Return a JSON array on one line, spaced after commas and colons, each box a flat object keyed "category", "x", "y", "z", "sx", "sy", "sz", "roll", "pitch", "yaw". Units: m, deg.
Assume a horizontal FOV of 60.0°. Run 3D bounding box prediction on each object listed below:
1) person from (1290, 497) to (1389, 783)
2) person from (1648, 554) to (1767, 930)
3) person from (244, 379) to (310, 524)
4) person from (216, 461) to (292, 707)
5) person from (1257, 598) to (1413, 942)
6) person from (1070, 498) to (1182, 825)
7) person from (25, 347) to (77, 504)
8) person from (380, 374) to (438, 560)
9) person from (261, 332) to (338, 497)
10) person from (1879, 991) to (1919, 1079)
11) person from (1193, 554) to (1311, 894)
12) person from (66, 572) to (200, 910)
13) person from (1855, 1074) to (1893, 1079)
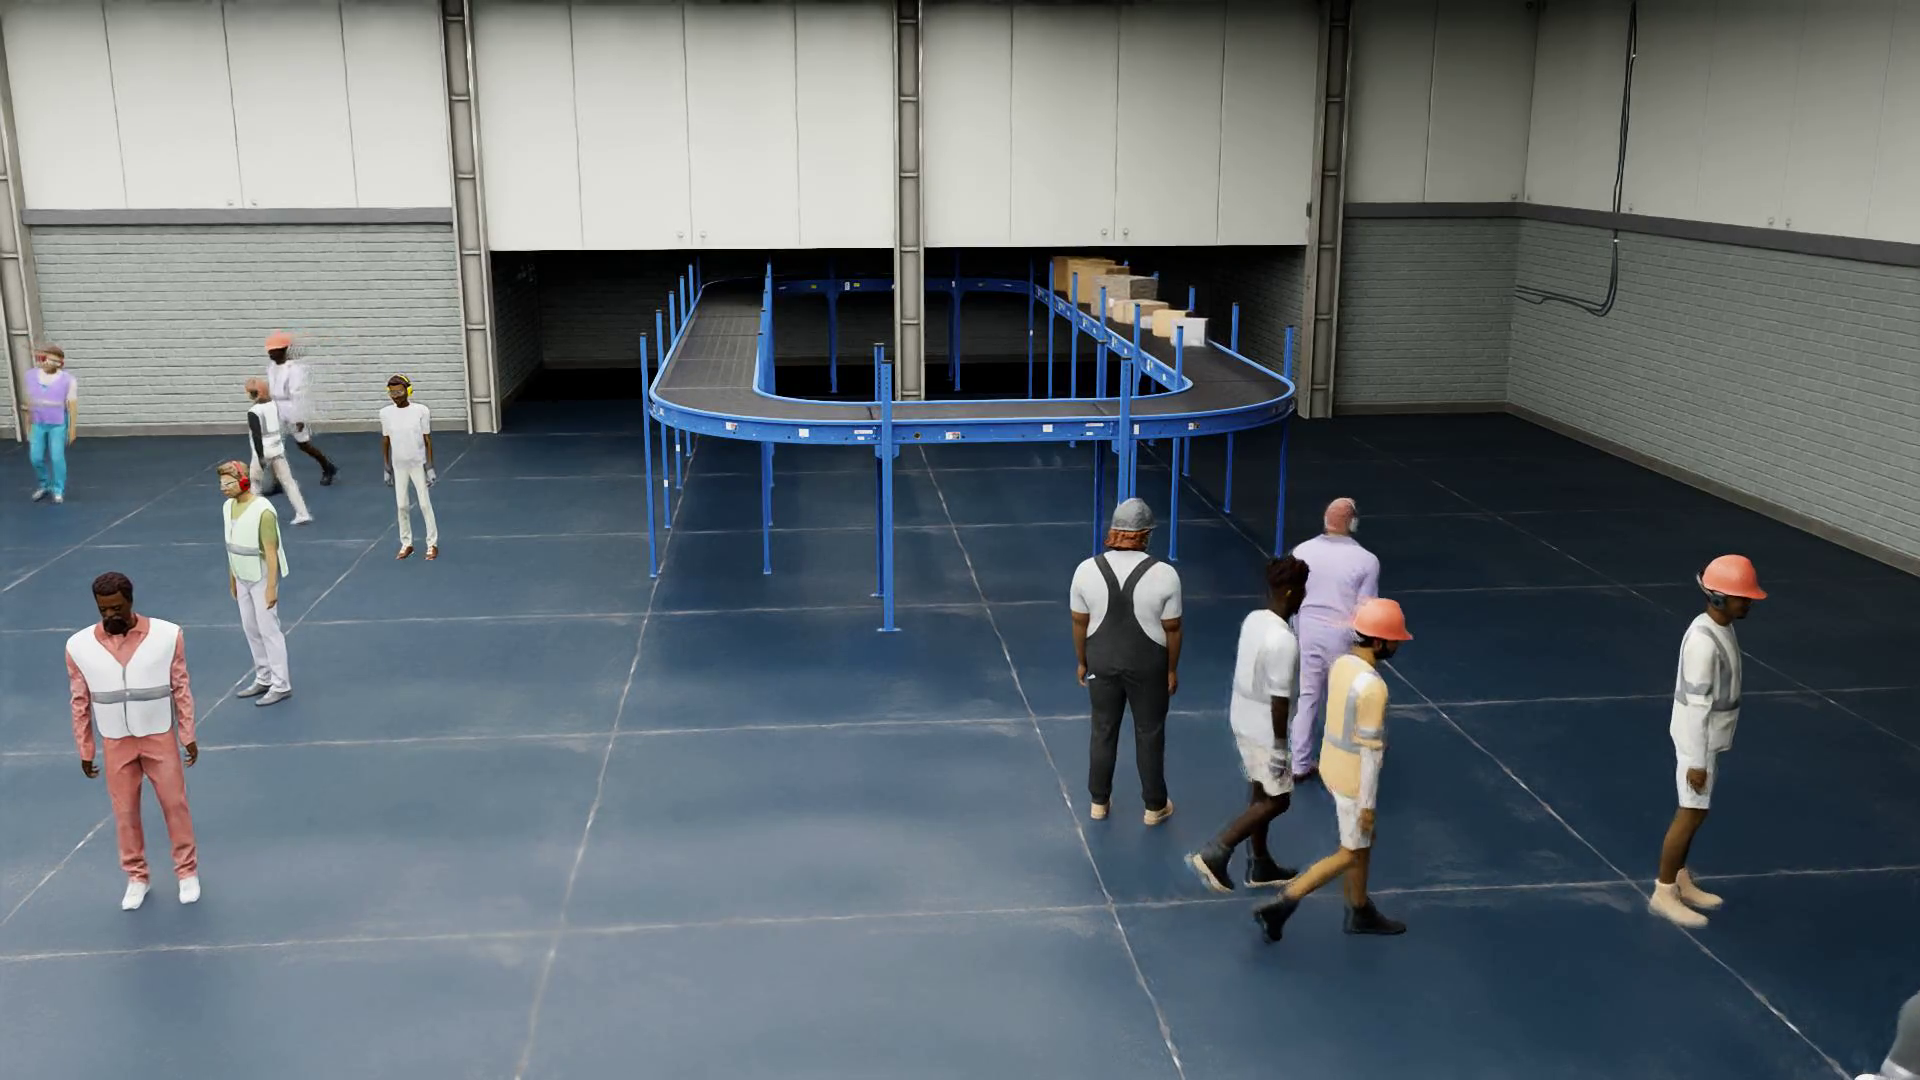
[{"category": "person", "x": 2.515, "y": 0.632, "z": 10.990, "sx": 0.672, "sy": 1.859, "sz": 0.975, "roll": 11, "pitch": 18, "yaw": 37}, {"category": "person", "x": 4.011, "y": 1.064, "z": 8.898, "sx": 0.389, "sy": 2.041, "sz": 0.614, "roll": 8, "pitch": 16, "yaw": 30}, {"category": "person", "x": -7.418, "y": -0.930, "z": 17.805, "sx": 0.892, "sy": 1.590, "sz": 0.527, "roll": 3, "pitch": 14, "yaw": 11}, {"category": "person", "x": -5.232, "y": 0.303, "z": 12.369, "sx": 0.580, "sy": 1.830, "sz": 0.402, "roll": 10, "pitch": 17, "yaw": 35}, {"category": "person", "x": 1.953, "y": 1.215, "z": 8.592, "sx": 0.800, "sy": 1.906, "sz": 0.583, "roll": -2, "pitch": 14, "yaw": -7}, {"category": "person", "x": 1.042, "y": 0.732, "z": 10.227, "sx": 0.675, "sy": 2.000, "sz": 0.537, "roll": 5, "pitch": 15, "yaw": 20}, {"category": "person", "x": -10.284, "y": -1.299, "z": 18.855, "sx": 0.669, "sy": 1.793, "sz": 0.384, "roll": 0, "pitch": 14, "yaw": 0}, {"category": "person", "x": -5.430, "y": -0.715, "z": 16.408, "sx": 0.519, "sy": 1.856, "sz": 0.340, "roll": 0, "pitch": 14, "yaw": 0}, {"category": "person", "x": -7.802, "y": -1.502, "z": 19.466, "sx": 0.551, "sy": 1.904, "sz": 0.944, "roll": 8, "pitch": 16, "yaw": 28}, {"category": "person", "x": 3.173, "y": 2.012, "z": 5.199, "sx": 0.641, "sy": 1.991, "sz": 0.842, "roll": -4, "pitch": 15, "yaw": -16}, {"category": "person", "x": 1.633, "y": 1.037, "z": 9.220, "sx": 0.643, "sy": 1.937, "sz": 0.625, "roll": -3, "pitch": 14, "yaw": -13}, {"category": "person", "x": -4.508, "y": 1.082, "z": 9.106, "sx": 0.598, "sy": 1.907, "sz": 0.407, "roll": -5, "pitch": 15, "yaw": -19}, {"category": "person", "x": 2.759, "y": 2.184, "z": 4.760, "sx": 0.354, "sy": 1.879, "sz": 0.572, "roll": -9, "pitch": 17, "yaw": -33}]
